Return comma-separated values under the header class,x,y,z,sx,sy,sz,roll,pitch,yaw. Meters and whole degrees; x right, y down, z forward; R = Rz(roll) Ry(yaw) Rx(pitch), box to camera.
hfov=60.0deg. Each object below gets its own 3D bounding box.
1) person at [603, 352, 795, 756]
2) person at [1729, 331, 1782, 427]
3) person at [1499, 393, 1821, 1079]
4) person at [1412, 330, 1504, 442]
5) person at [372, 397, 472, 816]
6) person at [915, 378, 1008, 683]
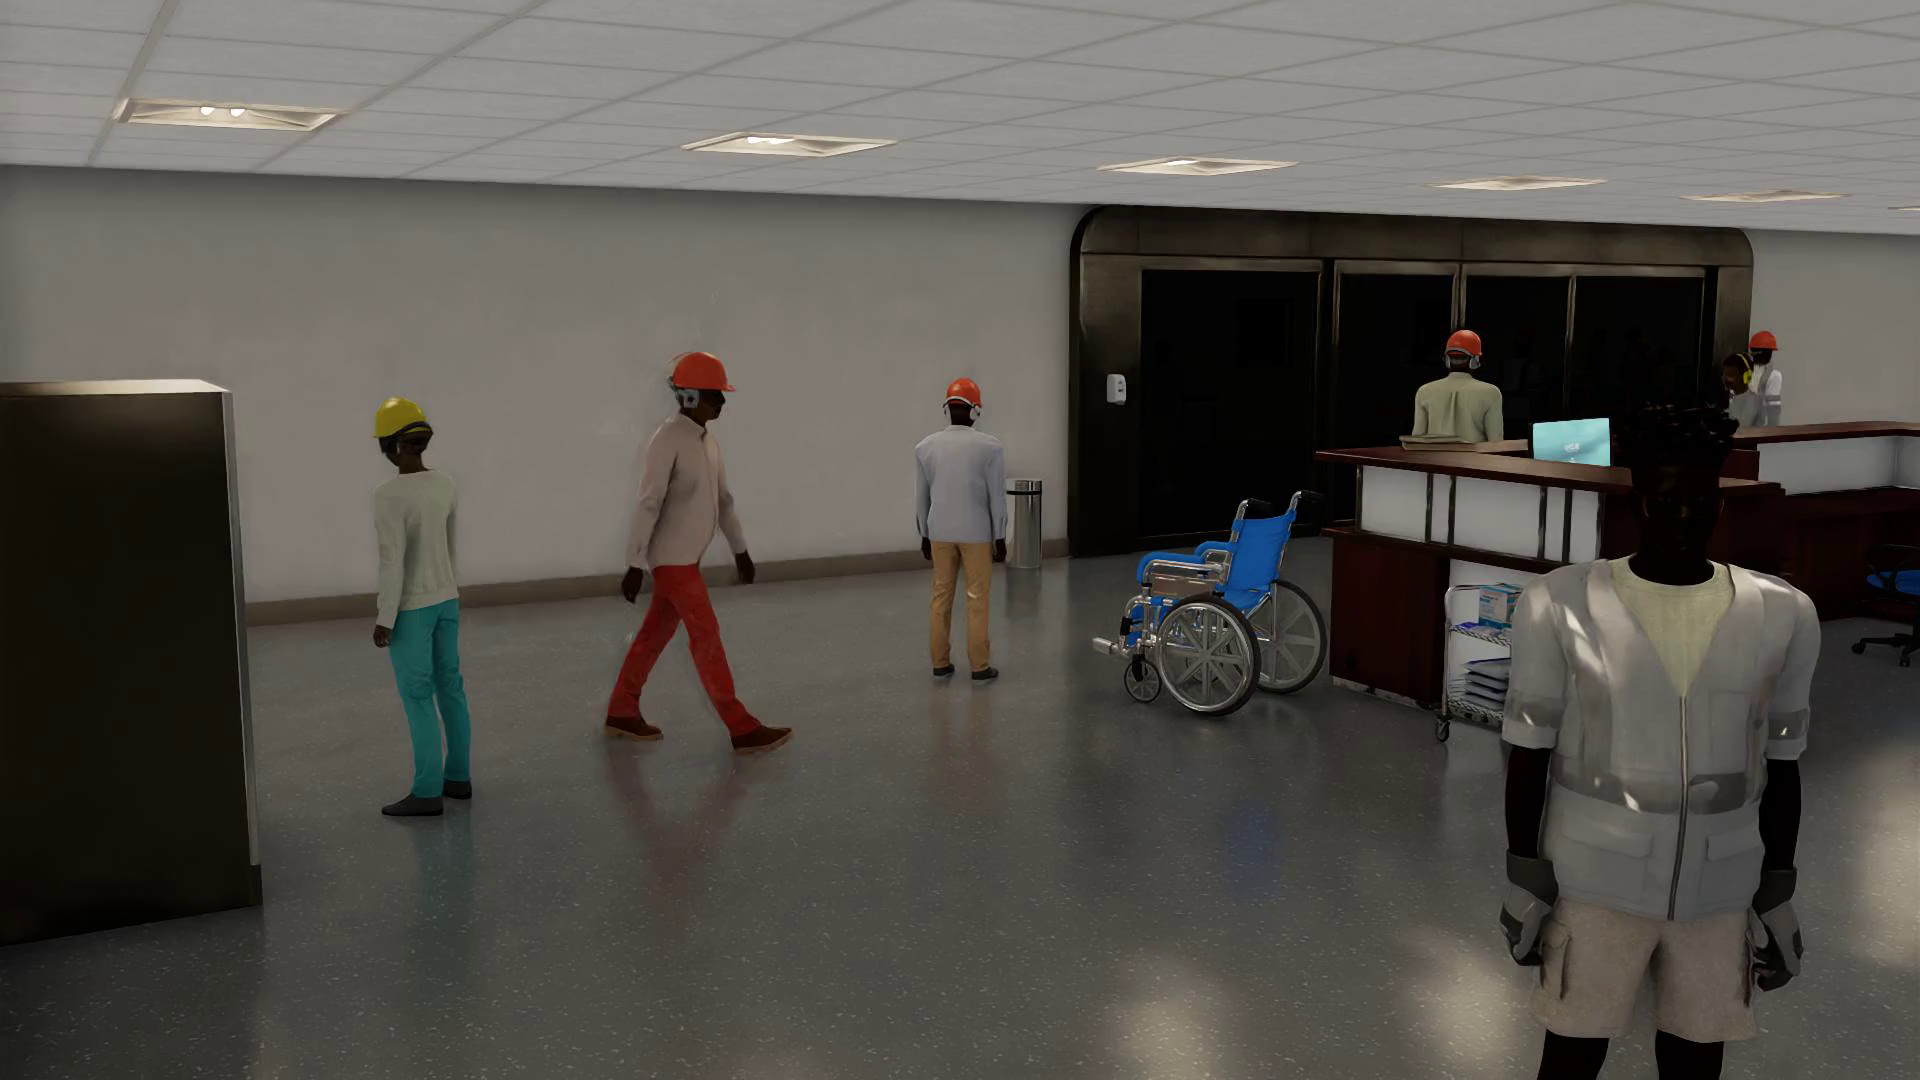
class,x,y,z,sx,sy,sz,roll,pitch,yaw
person,-1.319,0.065,8.022,1.043,1.933,0.649,1,8,10
person,7.758,-1.067,16.221,0.393,1.929,0.546,-4,9,-27
person,1.407,0.685,3.385,0.607,1.966,0.367,1,8,6
person,3.448,-0.455,11.529,0.619,1.992,0.396,4,9,29
person,-2.307,0.282,7.032,0.327,1.765,0.529,2,8,16
person,0.021,-0.058,9.564,0.564,1.743,0.352,4,9,24
